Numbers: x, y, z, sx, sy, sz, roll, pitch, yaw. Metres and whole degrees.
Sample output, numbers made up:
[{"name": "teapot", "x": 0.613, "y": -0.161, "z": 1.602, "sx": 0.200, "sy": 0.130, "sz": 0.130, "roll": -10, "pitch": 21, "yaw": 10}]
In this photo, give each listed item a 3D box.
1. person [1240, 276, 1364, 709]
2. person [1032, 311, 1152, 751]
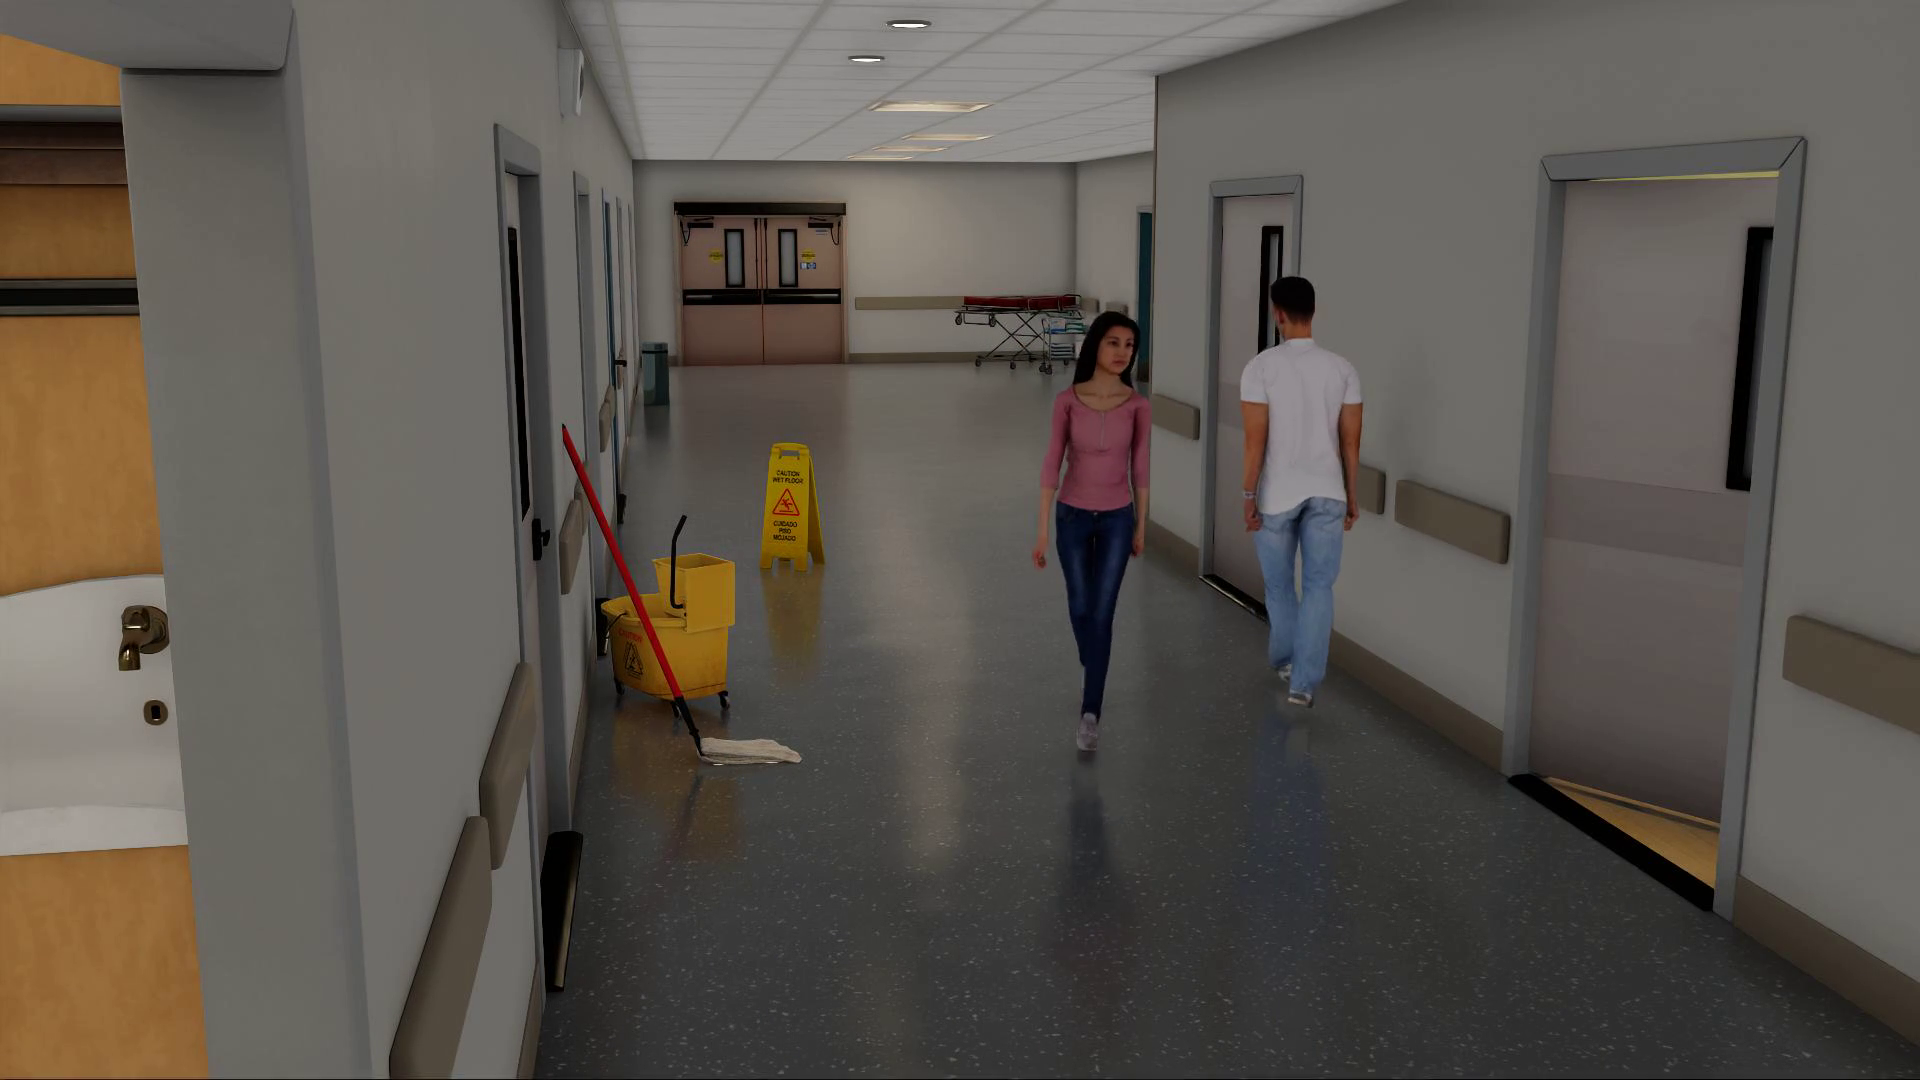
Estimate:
[{"name": "person", "x": 1.450, "y": -0.156, "z": 7.036, "sx": 0.899, "sy": 1.812, "sz": 1.237, "roll": 1, "pitch": 11, "yaw": 5}, {"name": "person", "x": 0.552, "y": -0.056, "z": 6.821, "sx": 0.872, "sy": 1.695, "sz": 1.244, "roll": 2, "pitch": 11, "yaw": 9}]
